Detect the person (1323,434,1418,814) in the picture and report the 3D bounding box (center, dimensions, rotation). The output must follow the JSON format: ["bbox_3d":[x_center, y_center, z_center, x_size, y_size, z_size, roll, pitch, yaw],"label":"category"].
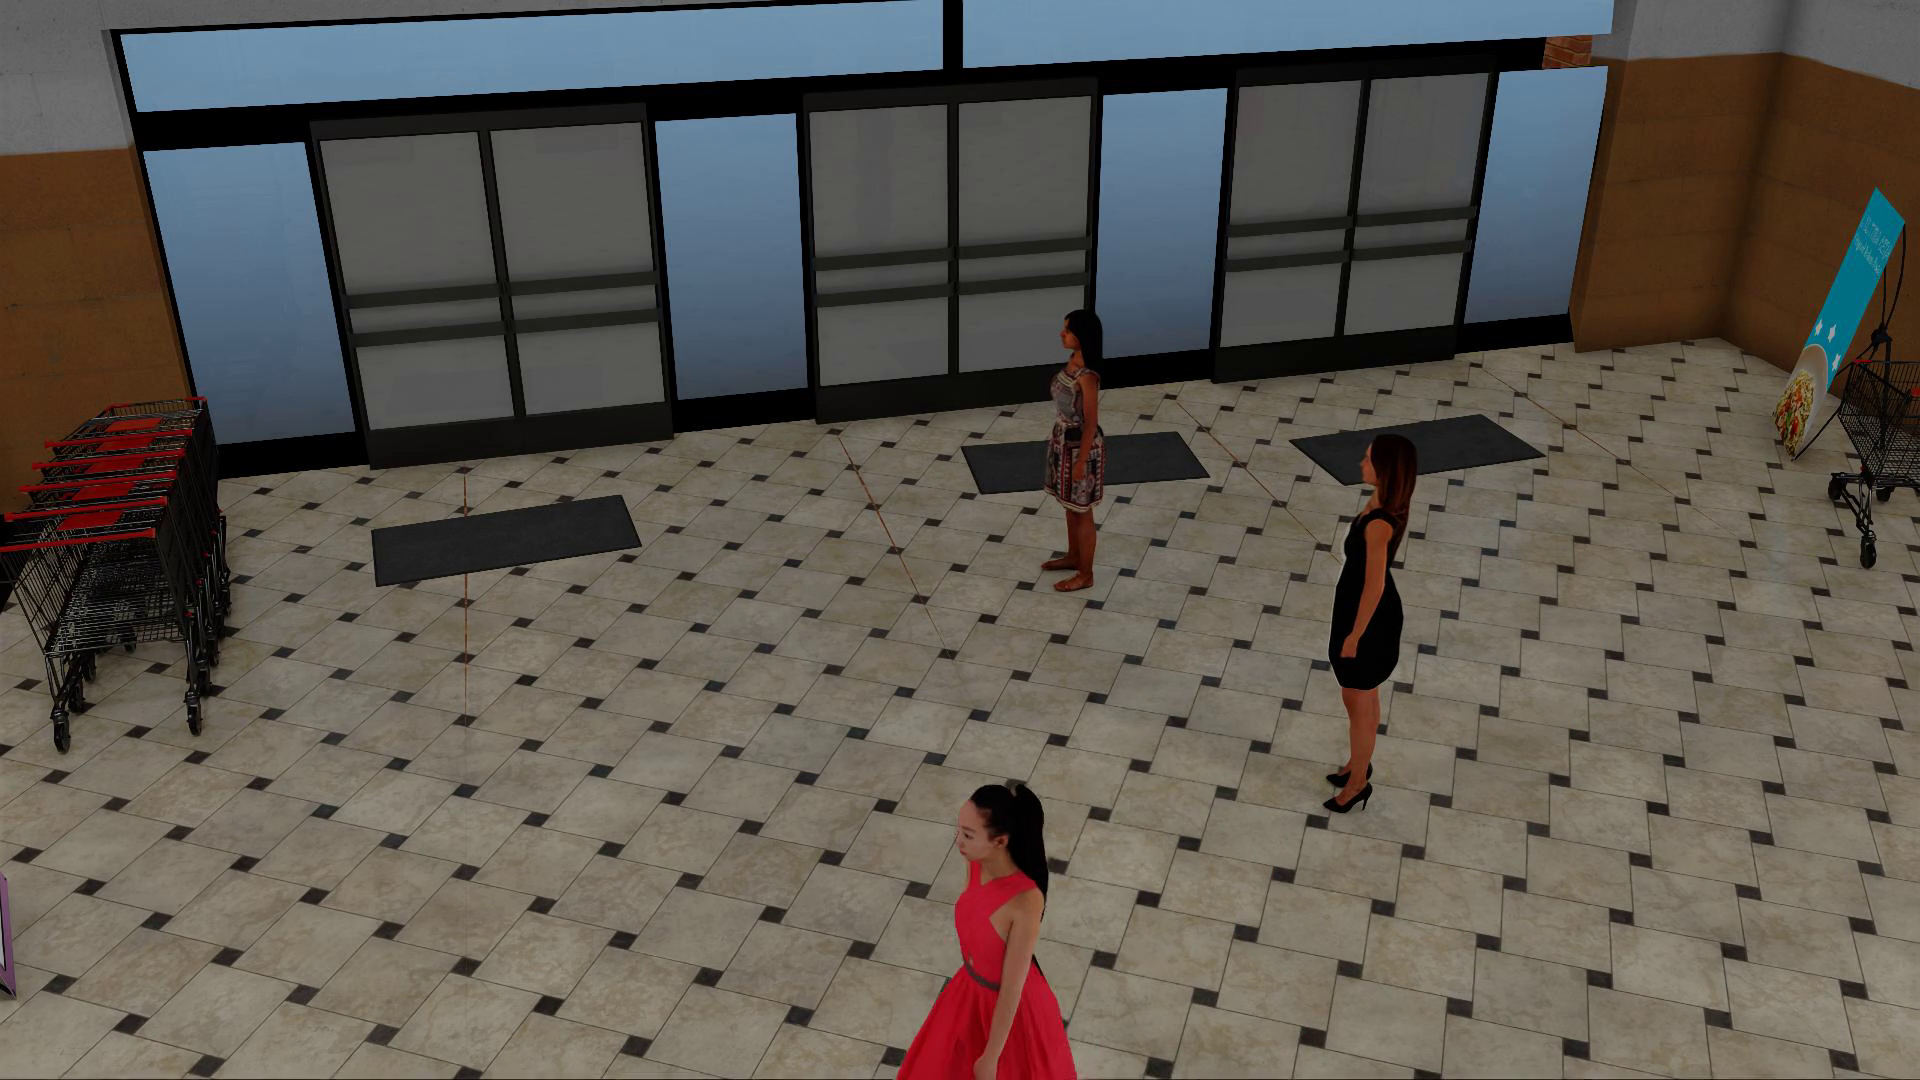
[{"bbox_3d":[1.791,0.385,7.318,0.723,1.835,0.627,8,28,16],"label":"person"}]

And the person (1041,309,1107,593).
[{"bbox_3d":[0.662,-0.509,9.293,0.719,1.645,0.476,-5,27,-10],"label":"person"}]

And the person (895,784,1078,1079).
[{"bbox_3d":[0.211,1.489,5.293,0.839,1.698,1.022,-15,31,-28],"label":"person"}]
